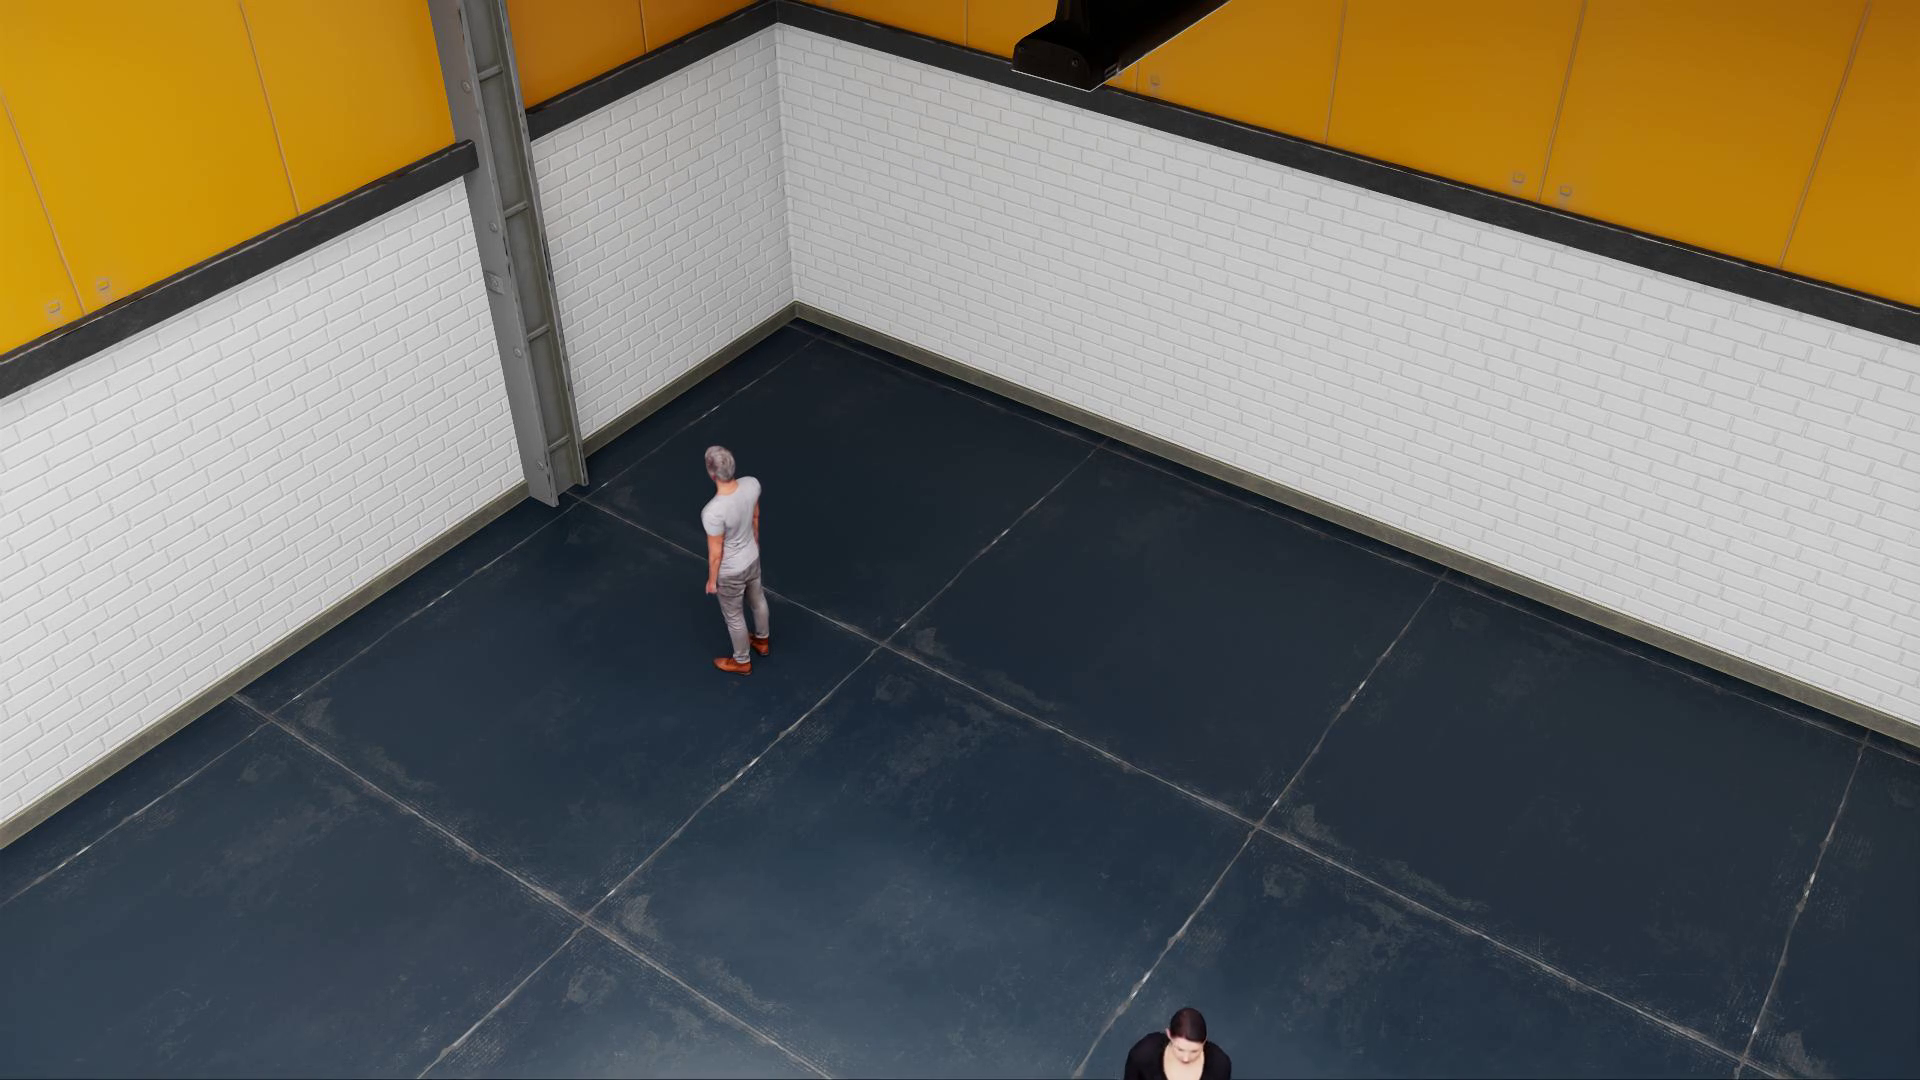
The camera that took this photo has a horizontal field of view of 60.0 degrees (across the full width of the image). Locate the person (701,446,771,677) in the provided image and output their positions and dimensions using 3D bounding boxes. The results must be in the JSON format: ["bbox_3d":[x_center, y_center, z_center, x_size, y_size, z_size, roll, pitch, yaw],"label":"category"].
[{"bbox_3d":[-1.508,0.144,11.237,0.771,1.824,0.509,20,43,23],"label":"person"}]

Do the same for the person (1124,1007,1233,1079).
[{"bbox_3d":[1.015,2.748,8.042,0.882,1.742,1.004,5,39,6],"label":"person"}]
